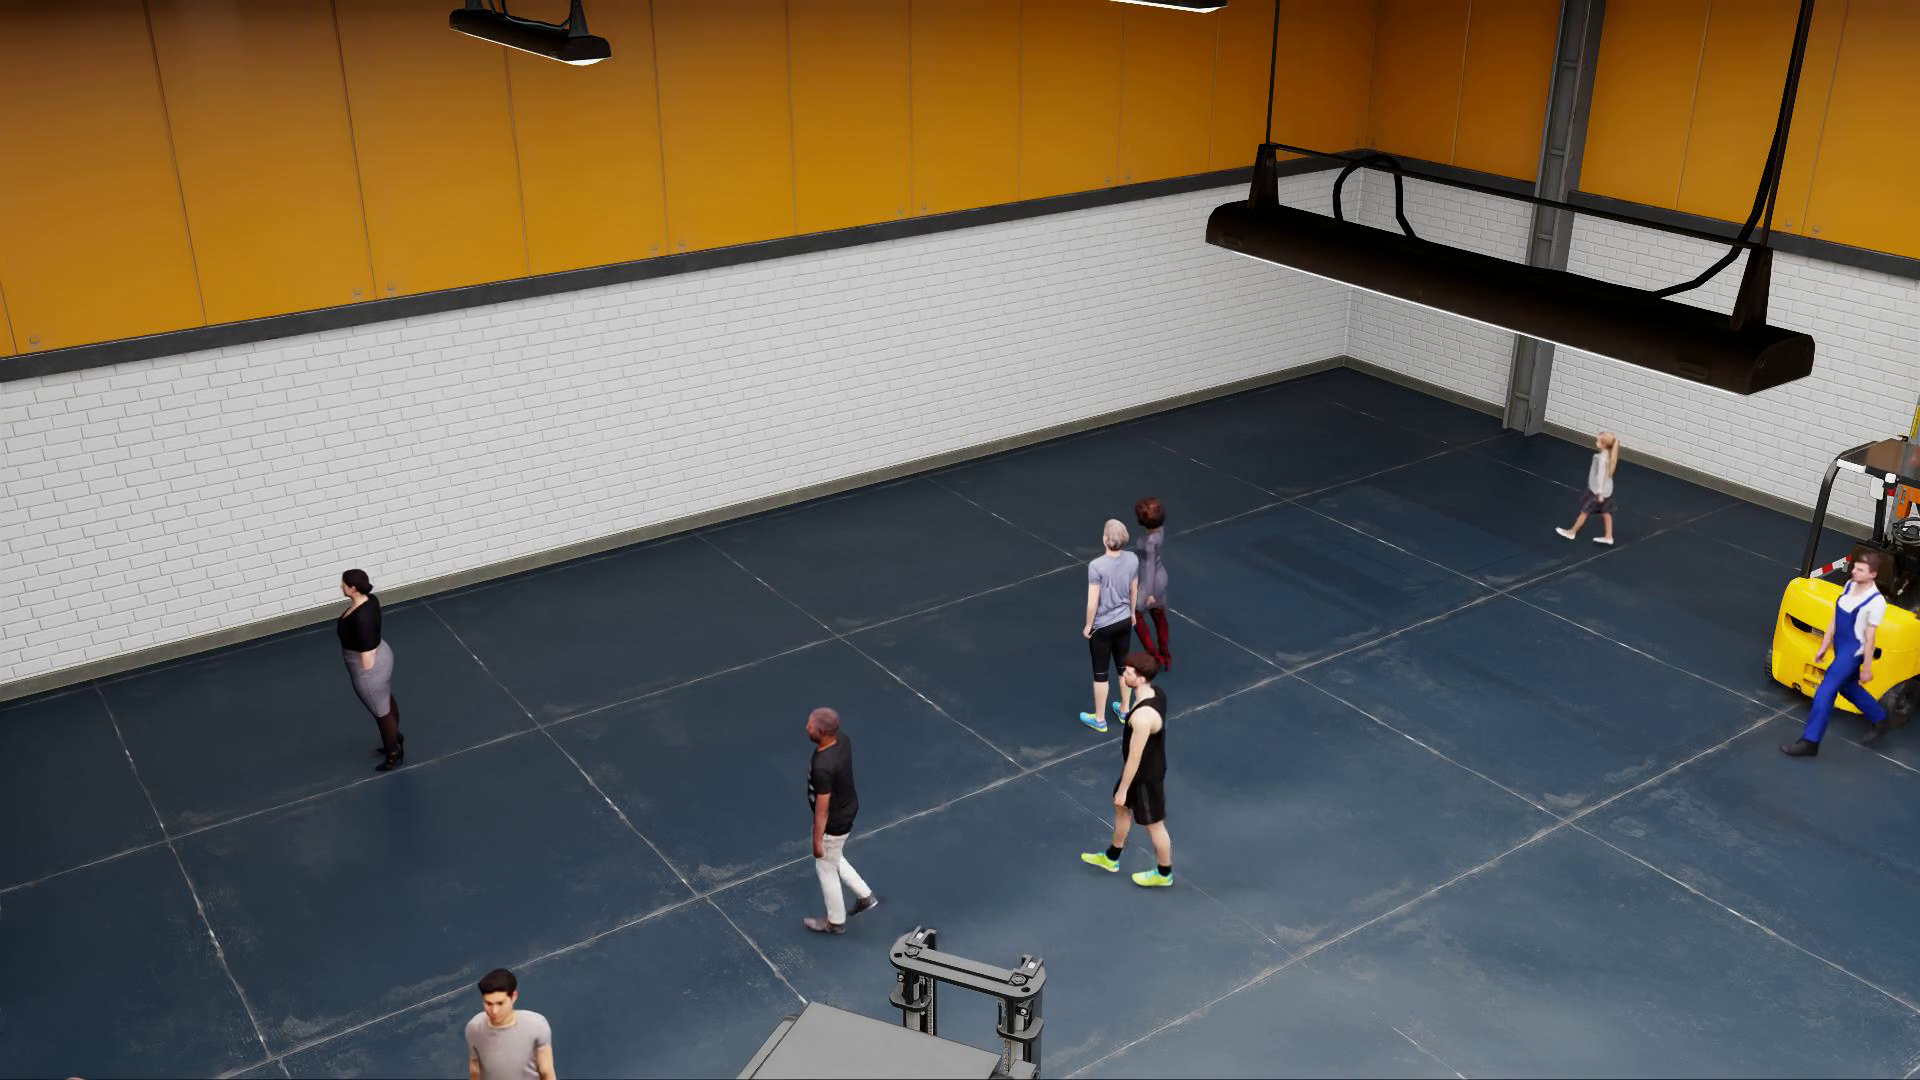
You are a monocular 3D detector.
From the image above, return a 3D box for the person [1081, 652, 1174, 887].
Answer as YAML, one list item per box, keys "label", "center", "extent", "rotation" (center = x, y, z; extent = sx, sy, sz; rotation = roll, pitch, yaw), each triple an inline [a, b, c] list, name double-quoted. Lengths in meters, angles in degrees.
- label: "person"
  center: [1.401, 1.667, 11.876]
  extent: [1.077, 1.865, 1.019]
  rotation: [4, 24, 9]

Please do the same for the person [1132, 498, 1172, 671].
- label: "person"
  center: [1.792, 0.434, 14.902]
  extent: [0.781, 1.699, 0.748]
  rotation: [12, 26, 25]

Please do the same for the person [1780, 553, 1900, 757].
- label: "person"
  center: [7.352, 0.941, 13.594]
  extent: [1.144, 1.819, 1.231]
  rotation: [0, 24, -1]

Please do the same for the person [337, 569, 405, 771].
- label: "person"
  center: [-4.746, 1.033, 13.458]
  extent: [0.816, 1.758, 0.688]
  rotation: [-6, 24, -13]

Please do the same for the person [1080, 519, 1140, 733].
- label: "person"
  center: [1.275, 0.711, 14.034]
  extent: [0.679, 1.888, 0.606]
  rotation: [-12, 26, -26]

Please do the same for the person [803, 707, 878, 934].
- label: "person"
  center: [-0.788, 1.934, 11.354]
  extent: [0.941, 1.792, 0.881]
  rotation: [5, 24, 11]

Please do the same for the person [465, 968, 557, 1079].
- label: "person"
  center: [-2.391, 3.006, 9.043]
  extent: [0.980, 1.679, 1.194]
  rotation: [-2, 24, -6]

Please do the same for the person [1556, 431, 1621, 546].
- label: "person"
  center: [6.869, -0.527, 17.660]
  extent: [0.867, 1.251, 0.663]
  rotation: [17, 29, 33]
